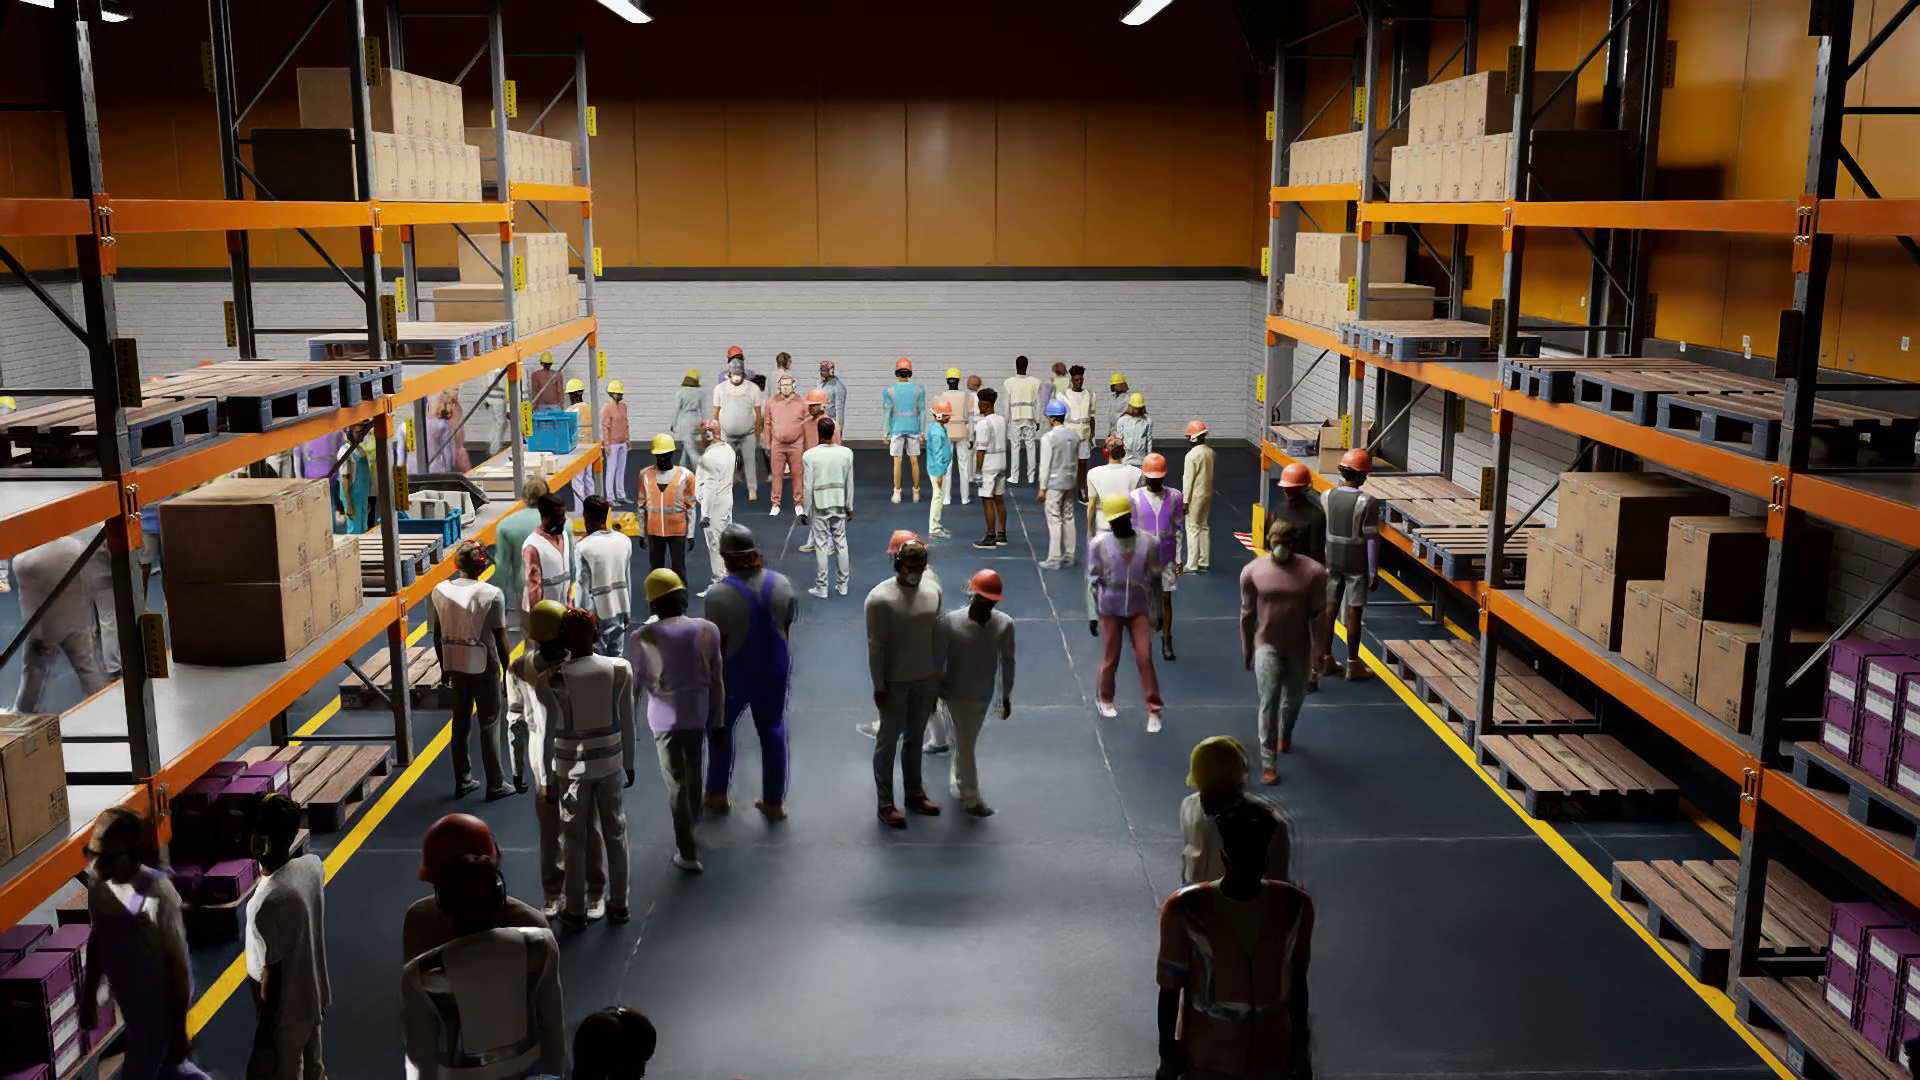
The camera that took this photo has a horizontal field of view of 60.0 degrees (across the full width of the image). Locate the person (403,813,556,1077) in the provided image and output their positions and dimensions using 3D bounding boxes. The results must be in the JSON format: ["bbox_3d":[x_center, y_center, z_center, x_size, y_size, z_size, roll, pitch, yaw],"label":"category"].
[{"bbox_3d":[-1.754,1.935,6.074,0.620,1.986,0.408,3,12,15],"label":"person"}]

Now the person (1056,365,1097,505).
[{"bbox_3d":[1.614,-1.454,23.110,0.607,1.966,0.367,-4,12,-18],"label":"person"}]

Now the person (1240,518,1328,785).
[{"bbox_3d":[2.350,0.756,12.168,0.630,1.914,0.874,1,11,7],"label":"person"}]

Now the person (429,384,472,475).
[{"bbox_3d":[-6.740,-1.196,22.026,0.450,1.888,0.652,3,12,17],"label":"person"}]

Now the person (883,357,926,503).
[{"bbox_3d":[-0.783,-1.535,23.321,0.605,2.045,0.377,-2,11,-9],"label":"person"}]

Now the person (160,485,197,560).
[{"bbox_3d":[-9.211,-0.692,19.412,0.586,1.920,0.396,-3,12,-16],"label":"person"}]

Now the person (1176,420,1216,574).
[{"bbox_3d":[2.663,-0.485,18.821,0.355,1.742,0.574,9,14,37],"label":"person"}]

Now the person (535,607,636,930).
[{"bbox_3d":[-2.128,1.303,9.511,0.575,1.880,0.359,-6,13,-28],"label":"person"}]

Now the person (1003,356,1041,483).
[{"bbox_3d":[0.932,-1.808,25.008,0.593,1.920,0.391,-2,11,-11],"label":"person"}]

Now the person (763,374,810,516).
[{"bbox_3d":[-2.317,-1.269,22.331,0.639,1.910,0.407,-1,11,-4],"label":"person"}]

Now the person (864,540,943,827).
[{"bbox_3d":[-0.356,0.940,11.196,0.627,1.933,0.375,-10,15,-41],"label":"person"}]

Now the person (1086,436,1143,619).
[{"bbox_3d":[1.550,-0.120,16.718,0.567,1.848,0.386,-1,11,-7],"label":"person"}]

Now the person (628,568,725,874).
[{"bbox_3d":[-1.829,1.102,10.525,0.588,1.873,0.897,-7,13,-31],"label":"person"}]

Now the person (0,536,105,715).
[{"bbox_3d":[-7.077,0.638,12.907,1.030,1.848,0.637,5,12,24],"label":"person"}]

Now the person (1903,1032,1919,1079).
[{"bbox_3d":[2.638,2.258,4.527,0.386,1.957,0.640,-8,14,-35],"label":"person"}]

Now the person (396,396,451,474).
[{"bbox_3d":[-6.490,-0.846,20.134,0.633,1.933,0.682,-3,12,-13],"label":"person"}]

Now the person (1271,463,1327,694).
[{"bbox_3d":[2.847,0.323,14.164,0.414,1.987,0.621,-6,13,-28],"label":"person"}]

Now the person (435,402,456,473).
[{"bbox_3d":[-6.669,-0.972,21.538,0.324,1.630,0.525,-6,13,-29],"label":"person"}]

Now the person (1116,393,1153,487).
[{"bbox_3d":[2.271,-1.051,21.655,0.486,1.744,0.298,-2,11,-8],"label":"person"}]

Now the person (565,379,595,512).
[{"bbox_3d":[-4.961,-1.145,21.696,0.391,1.915,0.592,5,12,22],"label":"person"}]

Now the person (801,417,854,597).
[{"bbox_3d":[-1.401,-0.347,17.680,0.599,1.917,0.376,-6,13,-29],"label":"person"}]

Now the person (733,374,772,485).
[{"bbox_3d":[-3.081,-1.646,24.847,0.536,1.664,0.820,11,16,43],"label":"person"}]

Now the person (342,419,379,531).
[{"bbox_3d":[-7.320,-0.784,20.426,0.321,1.696,0.537,7,13,33],"label":"person"}]

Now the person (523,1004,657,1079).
[{"bbox_3d":[-1.165,2.262,4.946,0.683,1.797,0.887,6,13,29],"label":"person"}]

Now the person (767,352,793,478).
[{"bbox_3d":[-2.709,-1.916,25.493,0.355,1.938,0.637,-8,14,-34],"label":"person"}]

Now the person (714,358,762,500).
[{"bbox_3d":[-3.140,-1.566,23.485,0.681,2.000,0.535,-1,11,-3],"label":"person"}]

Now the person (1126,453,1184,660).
[{"bbox_3d":[1.772,0.153,15.165,0.550,1.925,0.391,-1,11,-3],"label":"person"}]

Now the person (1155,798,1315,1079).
[{"bbox_3d":[1.034,1.907,6.258,0.614,1.962,0.362,-2,11,-9],"label":"person"}]

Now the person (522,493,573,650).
[{"bbox_3d":[-3.242,0.565,13.141,0.405,1.909,0.597,2,12,12],"label":"person"}]

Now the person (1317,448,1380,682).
[{"bbox_3d":[3.413,0.211,14.571,0.393,2.041,0.614,-11,15,-43],"label":"person"}]

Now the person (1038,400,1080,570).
[{"bbox_3d":[1.126,-0.638,19.099,0.420,1.940,0.610,10,15,41],"label":"person"}]
